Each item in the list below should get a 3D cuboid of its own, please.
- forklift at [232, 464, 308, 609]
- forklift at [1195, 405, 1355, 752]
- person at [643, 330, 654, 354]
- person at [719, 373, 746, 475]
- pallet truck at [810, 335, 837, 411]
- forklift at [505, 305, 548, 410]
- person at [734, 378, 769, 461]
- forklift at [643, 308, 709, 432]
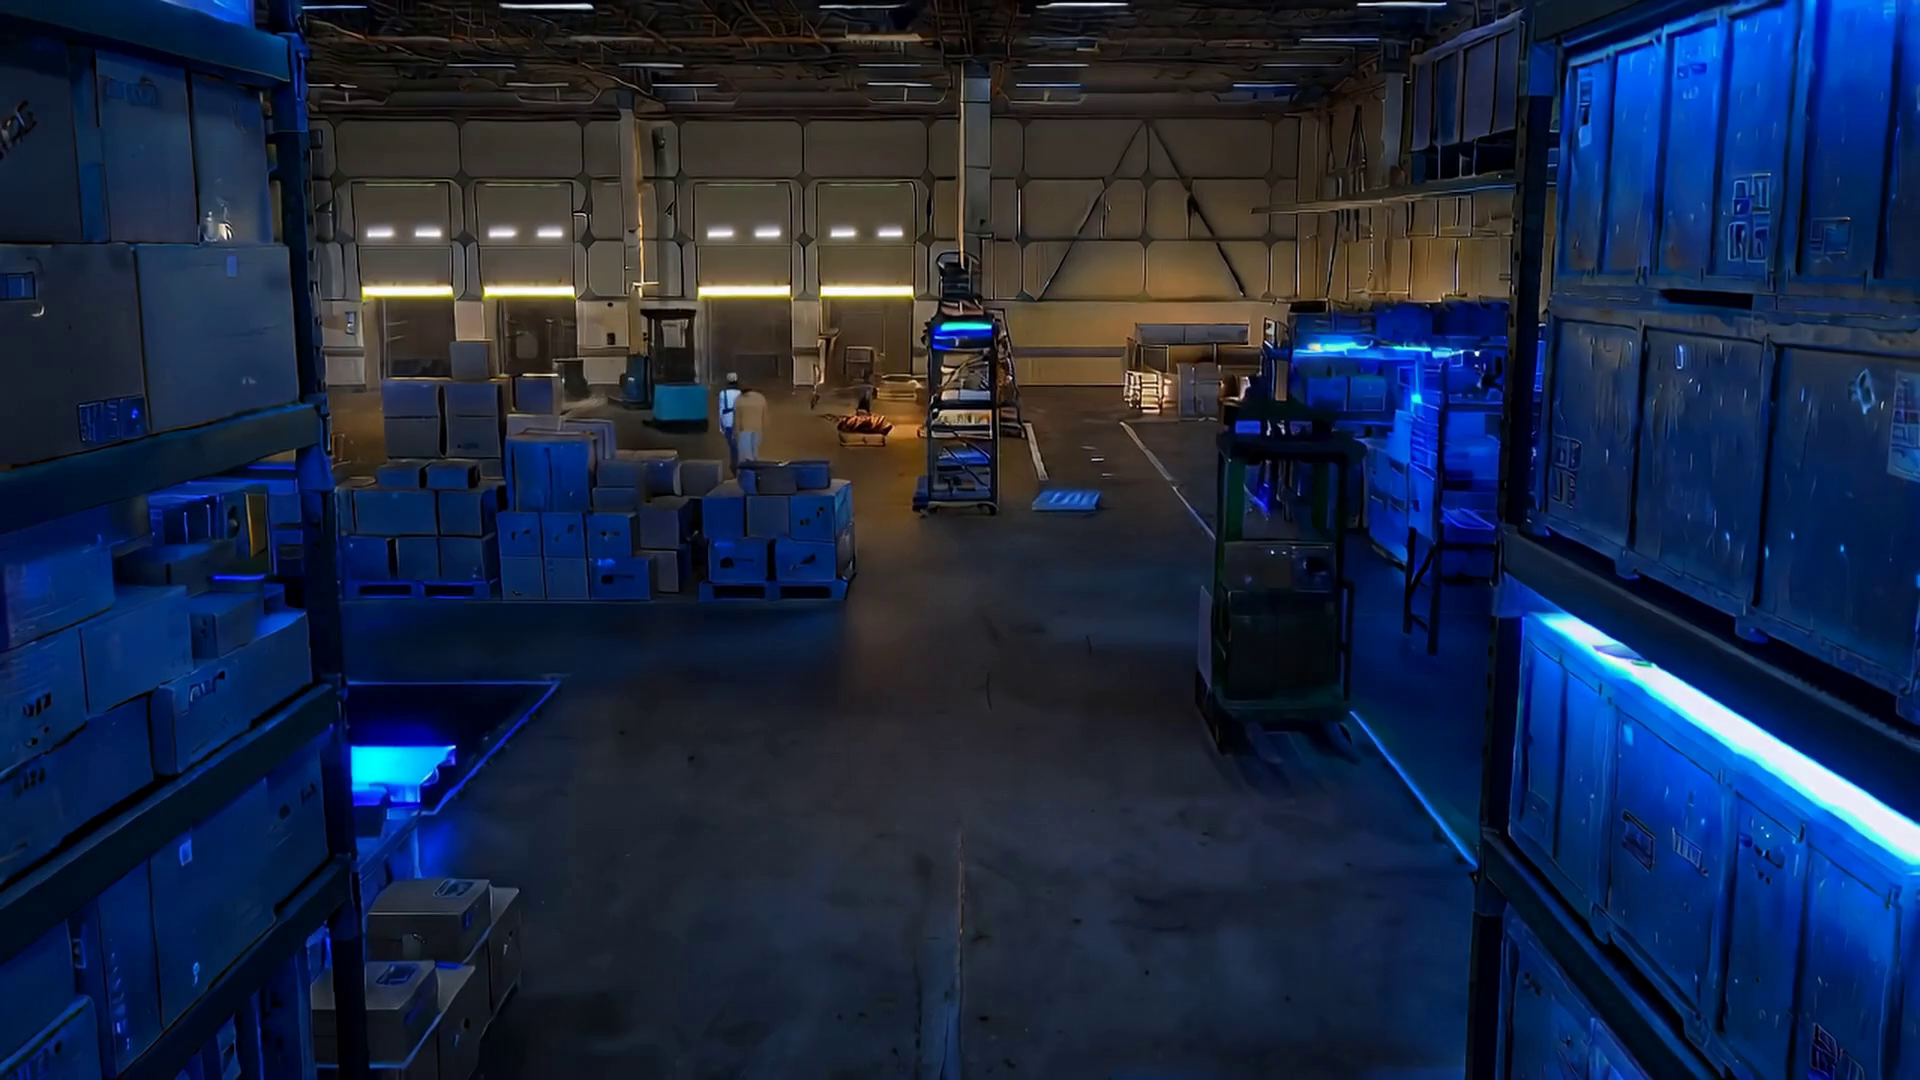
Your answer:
[{"bbox_3d":[-7.470,-0.202,16.865,1.873,2.768,1.129,0,10,0],"label":"forklift"},{"bbox_3d":[2.695,0.230,14.375,1.129,2.768,1.873,0,10,1],"label":"forklift"},{"bbox_3d":[-8.804,-4.977,47.170,0.389,1.930,0.544,-7,12,-37],"label":"person"},{"bbox_3d":[-4.246,-2.188,31.218,0.543,1.884,0.996,-5,11,-26],"label":"person"},{"bbox_3d":[-3.021,-4.312,43.126,1.885,1.965,0.823,3,10,17],"label":"pallet truck"},{"bbox_3d":[-10.736,-4.433,41.277,1.129,2.768,1.873,0,10,1],"label":"forklift"},{"bbox_3d":[-3.675,-1.924,29.601,0.627,1.915,0.787,-6,11,-31],"label":"person"},{"bbox_3d":[-6.623,-3.980,38.665,1.129,2.768,1.873,-5,11,-25],"label":"forklift"}]
